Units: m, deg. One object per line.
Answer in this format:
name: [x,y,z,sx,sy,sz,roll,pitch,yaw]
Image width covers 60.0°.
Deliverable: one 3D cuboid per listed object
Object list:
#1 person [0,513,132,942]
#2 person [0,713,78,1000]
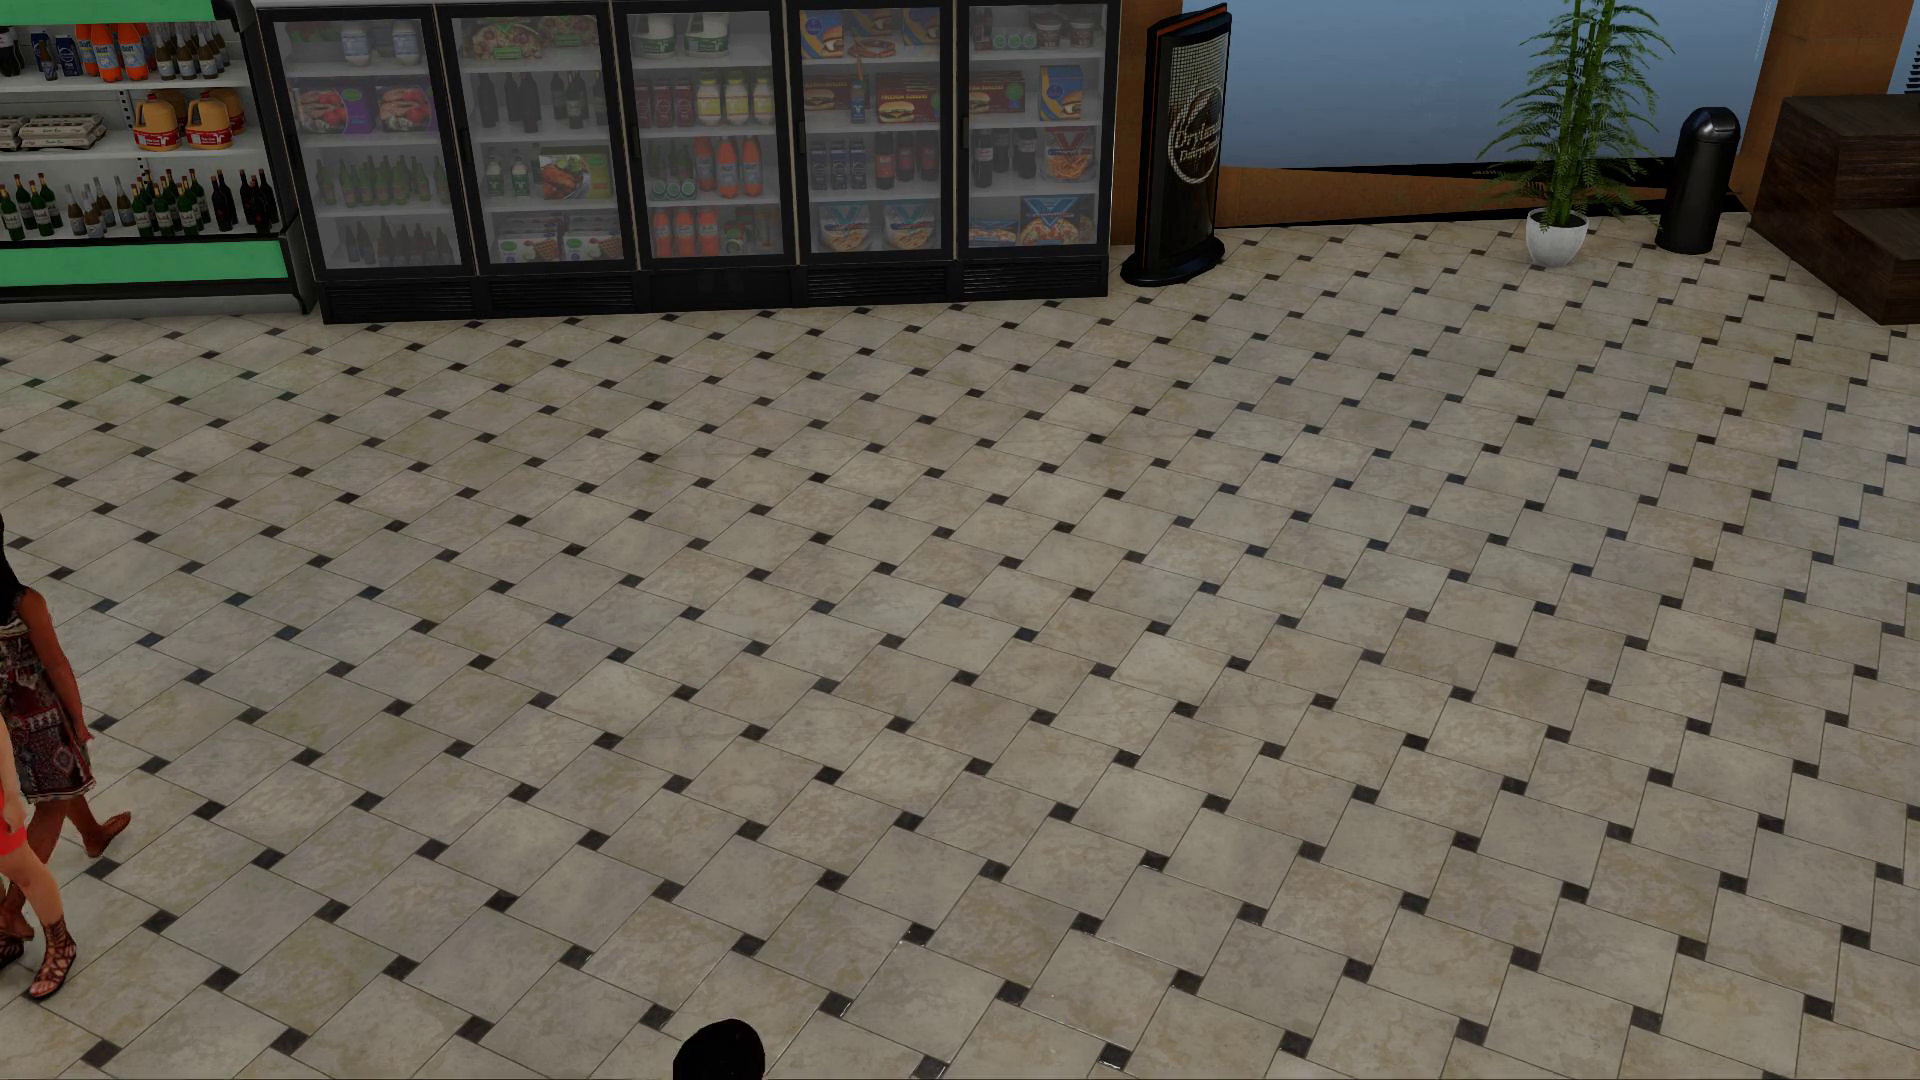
person: [-3.367,0.673,5.876,1.061,1.611,0.893,7,32,10]
person: [-3.332,0.817,5.542,0.512,1.719,0.690,3,32,5]
